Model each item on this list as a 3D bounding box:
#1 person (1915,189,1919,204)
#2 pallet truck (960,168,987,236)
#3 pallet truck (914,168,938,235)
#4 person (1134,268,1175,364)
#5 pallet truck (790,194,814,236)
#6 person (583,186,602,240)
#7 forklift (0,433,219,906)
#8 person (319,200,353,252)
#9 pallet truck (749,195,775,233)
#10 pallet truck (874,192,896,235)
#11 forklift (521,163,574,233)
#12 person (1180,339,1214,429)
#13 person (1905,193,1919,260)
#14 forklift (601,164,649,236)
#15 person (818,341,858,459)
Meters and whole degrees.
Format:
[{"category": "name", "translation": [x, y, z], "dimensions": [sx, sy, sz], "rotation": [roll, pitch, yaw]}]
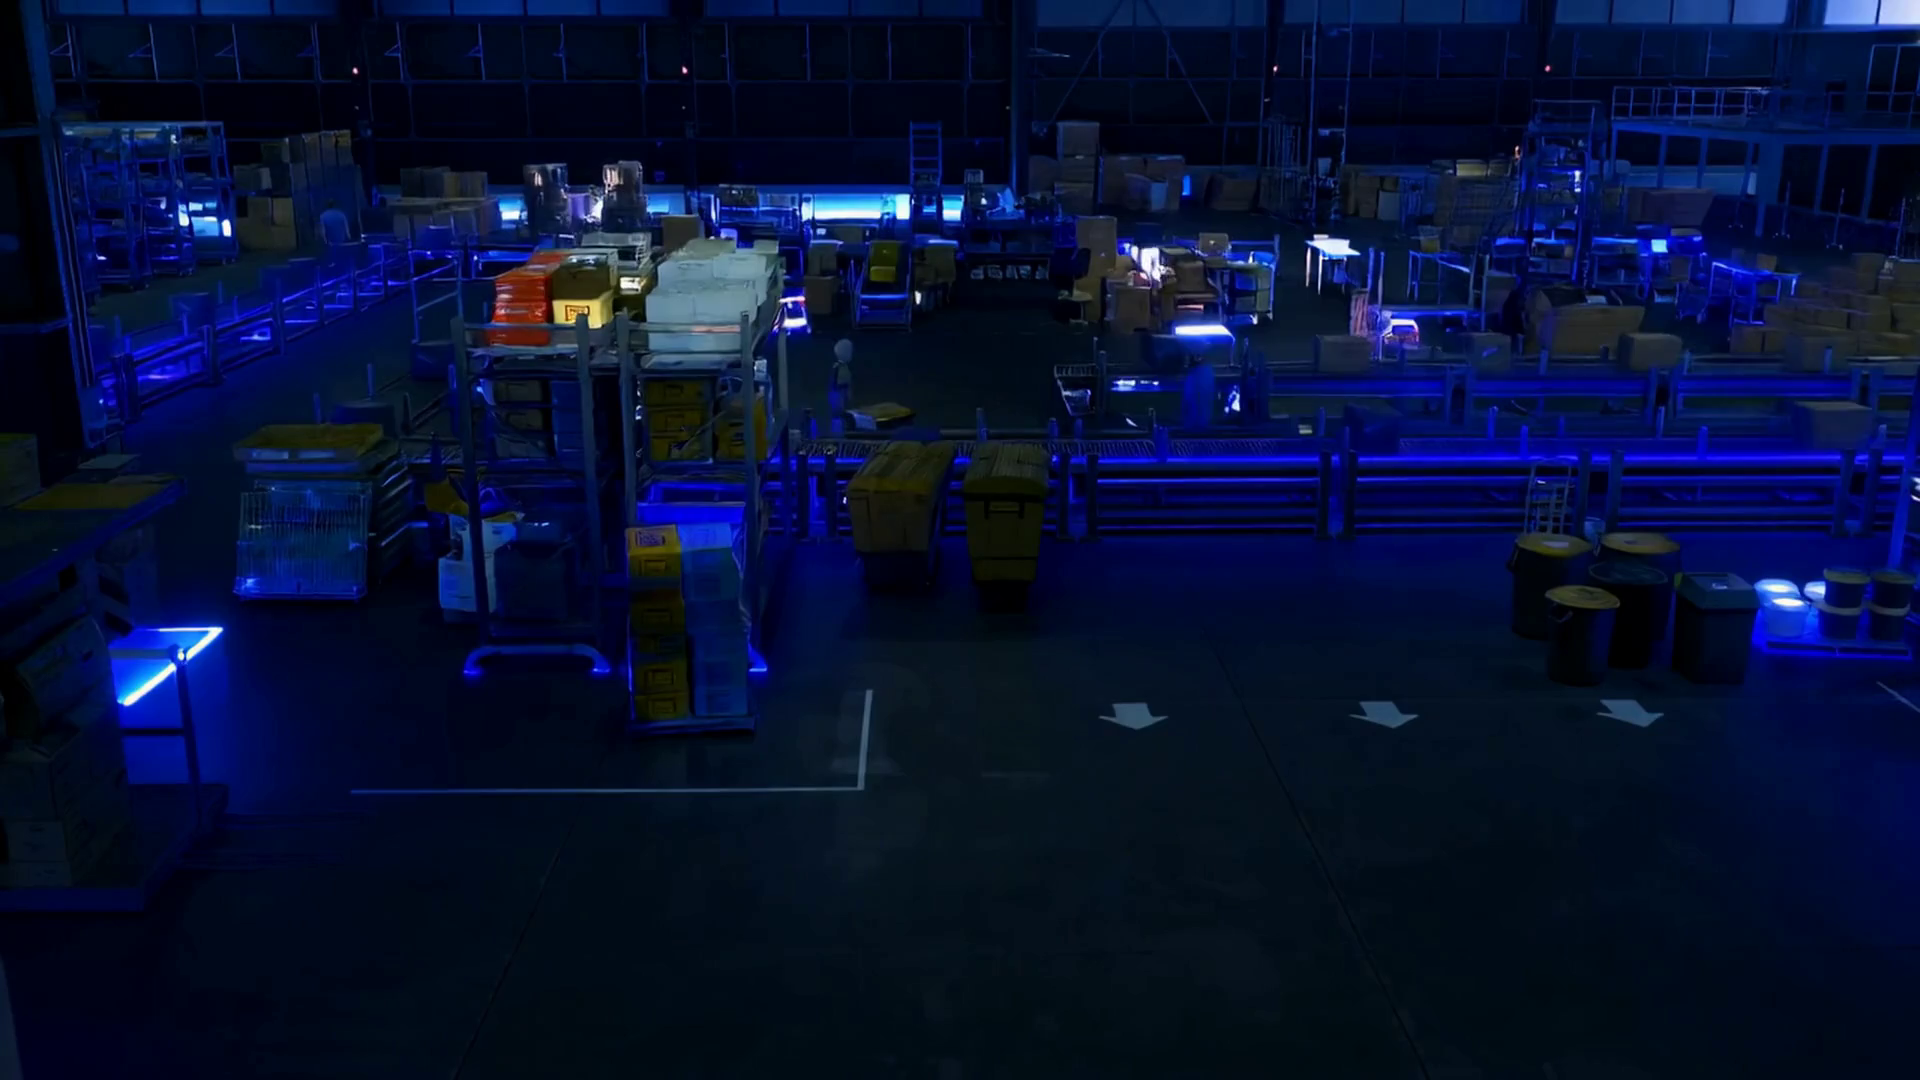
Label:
[{"category": "person", "translation": [27.997, -9.610, 48.331], "dimensions": [0.589, 1.848, 0.958], "rotation": [1, 16, 3]}, {"category": "pallet truck", "translation": [0.383, -10.230, 50.206], "dimensions": [0.823, 1.965, 1.885], "rotation": [-1, 16, -3]}, {"category": "pallet truck", "translation": [-0.989, -10.316, 50.507], "dimensions": [0.823, 1.965, 1.885], "rotation": [1, 16, 3]}, {"category": "person", "translation": [3.382, -3.728, 28.098], "dimensions": [0.542, 1.719, 0.821], "rotation": [-14, 21, -39]}, {"category": "pallet truck", "translation": [-4.814, -9.883, 50.259], "dimensions": [0.704, 1.261, 1.522], "rotation": [-1, 16, -3]}, {"category": "person", "translation": [-9.905, -8.656, 45.035], "dimensions": [0.600, 1.827, 0.403], "rotation": [11, 19, 34]}, {"category": "forklift", "translation": [-5.952, 0.780, 10.366], "dimensions": [1.873, 2.768, 1.129], "rotation": [0, 16, -1]}, {"category": "person", "translation": [-15.071, -7.285, 40.235], "dimensions": [0.662, 1.854, 1.004], "rotation": [2, 16, 7]}, {"category": "pallet truck", "translation": [-6.051, -9.967, 50.660], "dimensions": [0.680, 1.201, 1.601], "rotation": [0, 16, -1]}, {"category": "pallet truck", "translation": [-2.277, -9.986, 50.594], "dimensions": [0.653, 1.274, 1.630], "rotation": [0, 16, -1]}, {"category": "forklift", "translation": [-12.233, -10.122, 49.298], "dimensions": [1.157, 1.987, 2.680], "rotation": [0, 16, -1]}, {"category": "person", "translation": [2.980, -1.587, 20.494], "dimensions": [0.614, 1.810, 0.604], "rotation": [0, 16, -1]}, {"category": "person", "translation": [23.772, -7.669, 41.243], "dimensions": [0.609, 2.034, 0.397], "rotation": [8, 18, 26]}, {"category": "forklift", "translation": [-9.948, -10.127, 49.296], "dimensions": [1.157, 1.987, 2.680], "rotation": [-1, 16, -3]}, {"category": "person", "translation": [-1.467, -1.728, 21.265], "dimensions": [0.861, 1.644, 0.551], "rotation": [-5, 17, -17]}]
